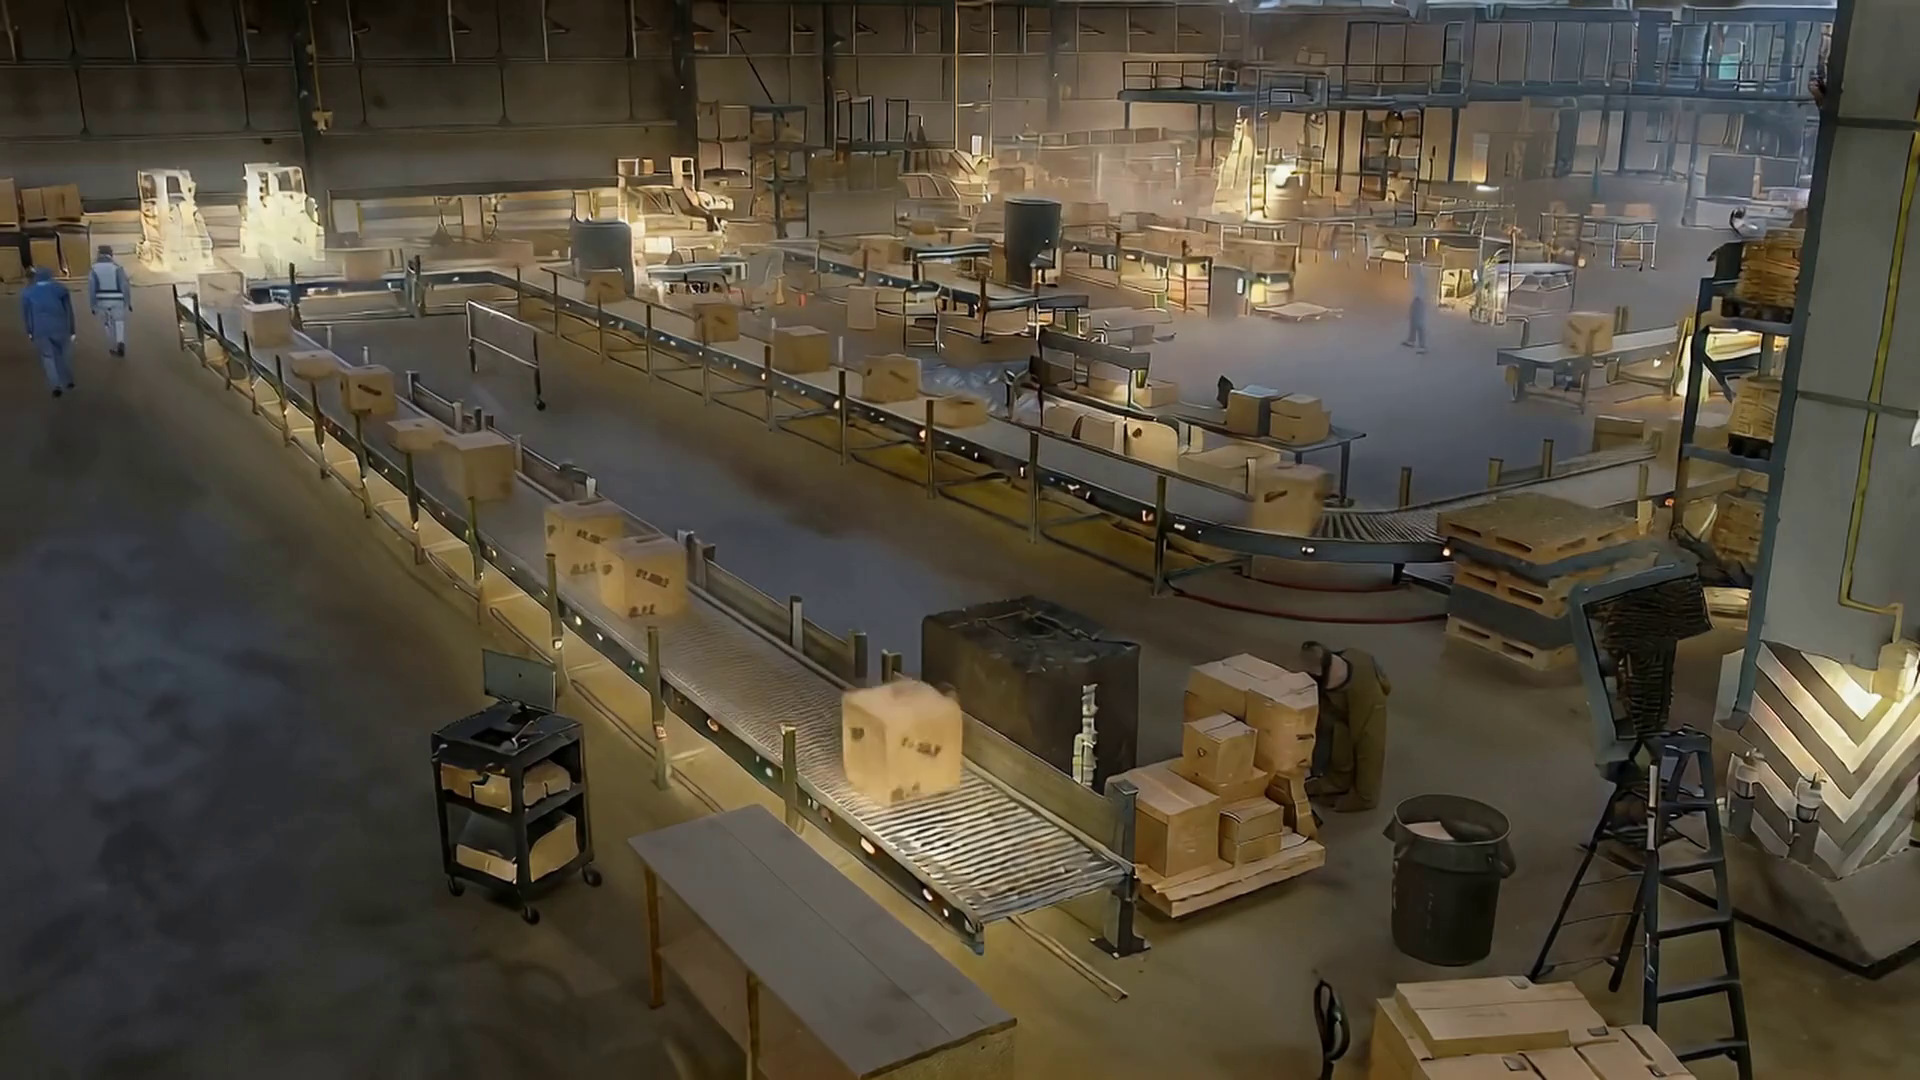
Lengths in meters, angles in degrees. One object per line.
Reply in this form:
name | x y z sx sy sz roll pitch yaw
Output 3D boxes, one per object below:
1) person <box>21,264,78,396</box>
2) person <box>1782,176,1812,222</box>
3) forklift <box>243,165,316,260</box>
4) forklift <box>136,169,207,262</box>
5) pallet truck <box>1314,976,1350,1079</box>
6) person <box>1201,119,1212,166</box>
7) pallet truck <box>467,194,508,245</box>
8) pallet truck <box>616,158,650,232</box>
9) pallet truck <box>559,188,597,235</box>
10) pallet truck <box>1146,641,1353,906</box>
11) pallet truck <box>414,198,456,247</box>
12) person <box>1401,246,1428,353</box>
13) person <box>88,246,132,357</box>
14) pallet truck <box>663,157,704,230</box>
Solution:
person | -13.191 -3.072 24.160 0.674 1.859 0.950 -7 18 -23
person | 19.059 -7.244 37.799 0.651 2.007 0.557 -7 18 -22
forklift | -15.898 -7.669 38.708 1.157 1.987 2.680 -11 20 -33
forklift | -17.842 -7.318 37.559 1.157 1.987 2.680 -10 20 -31
pallet truck | 2.299 2.390 7.086 1.601 1.201 0.680 -2 17 -7
person | 10.004 -16.243 67.965 0.574 1.884 0.356 -11 20 -34
pallet truck | -11.983 -8.177 42.137 0.704 1.261 1.522 -11 20 -33
pallet truck | -8.918 -9.176 44.255 0.823 1.965 1.885 -9 19 -27
pallet truck | -10.010 -8.652 43.699 0.653 1.274 1.630 -10 20 -31
pallet truck | 1.664 1.407 10.232 1.630 1.274 0.653 -10 20 -31
pallet truck | -13.250 -8.060 41.856 0.680 1.201 1.601 -10 20 -31
person | 7.522 -3.965 27.396 0.565 1.720 0.638 7 18 23
person | -13.682 -3.827 26.804 0.623 1.798 0.789 -9 19 -26
pallet truck | -7.586 -9.308 44.692 0.823 1.965 1.885 -11 20 -33
